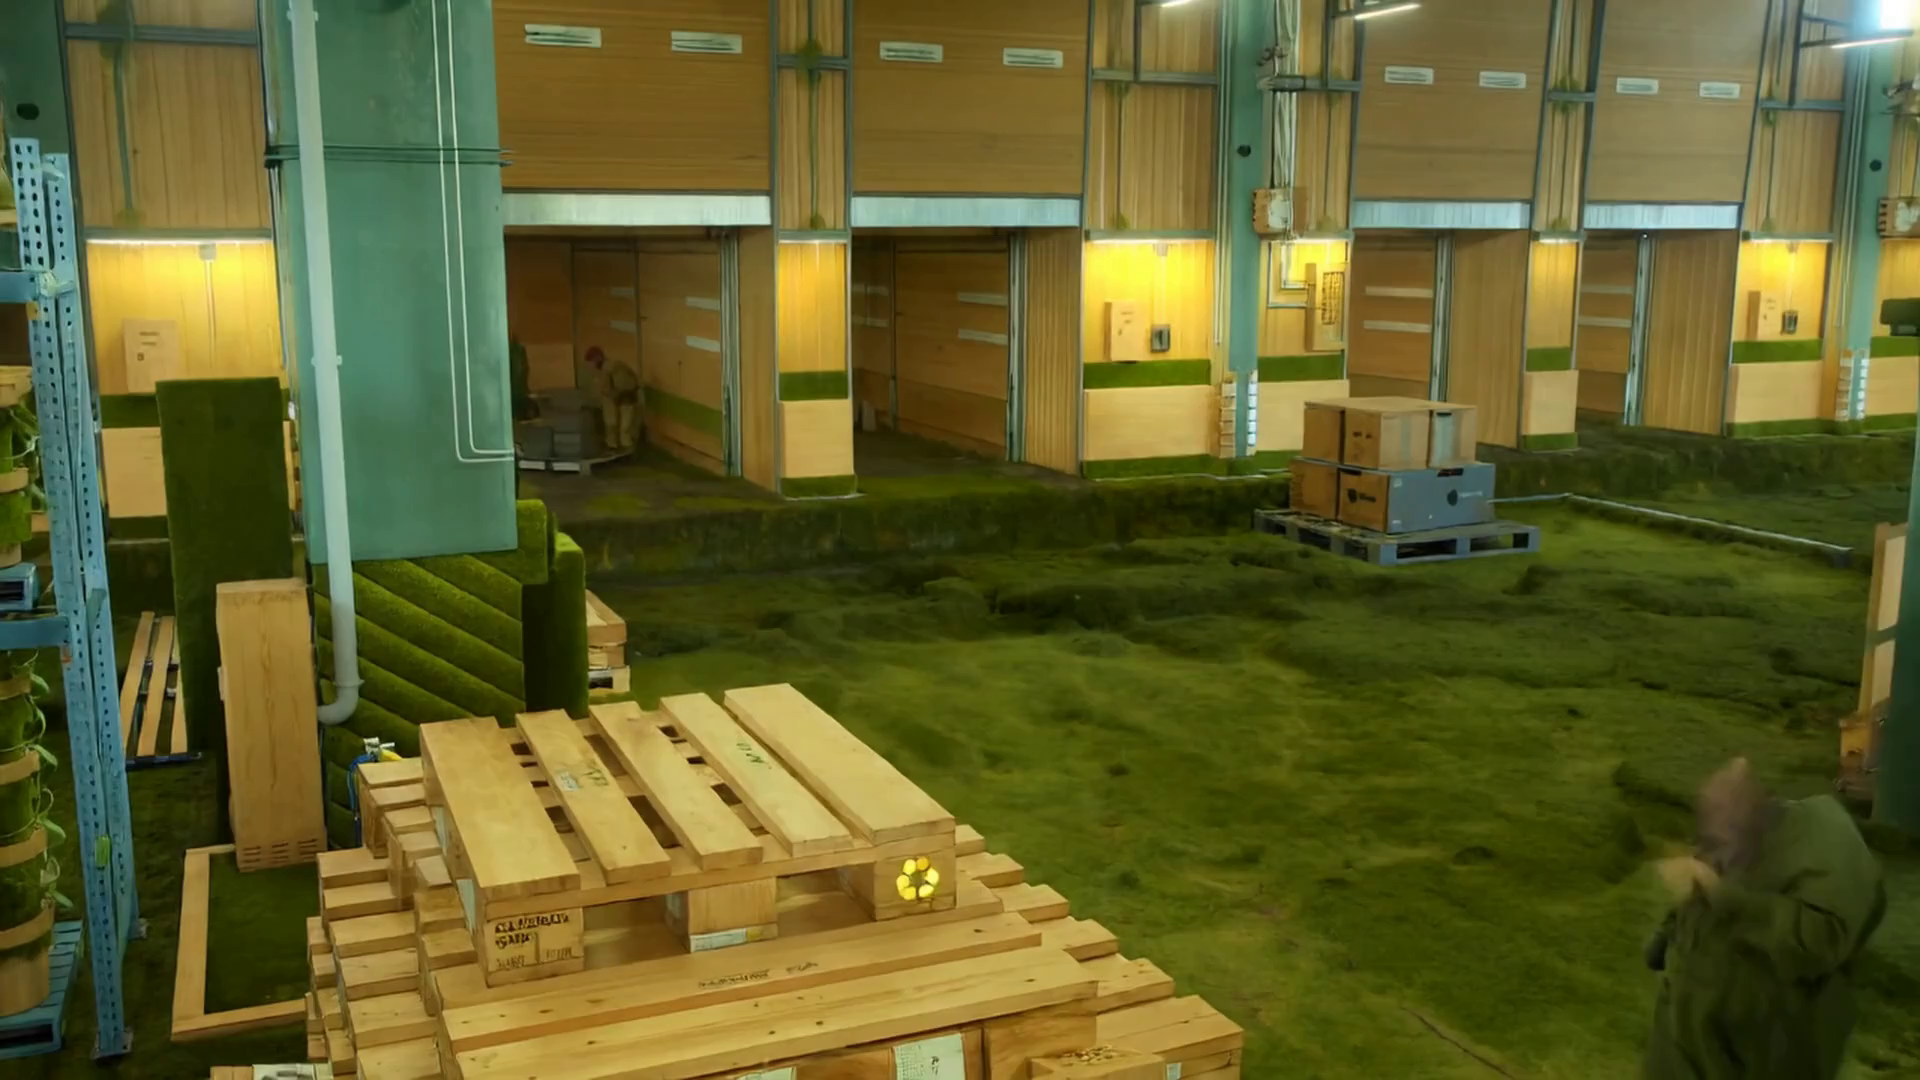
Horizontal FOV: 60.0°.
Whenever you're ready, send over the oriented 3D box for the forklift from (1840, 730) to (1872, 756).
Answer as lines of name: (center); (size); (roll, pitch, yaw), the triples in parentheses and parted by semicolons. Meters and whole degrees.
forklift: (5.669, -0.263, 8.633); (1.873, 2.768, 1.129); (-9, 13, -40)
